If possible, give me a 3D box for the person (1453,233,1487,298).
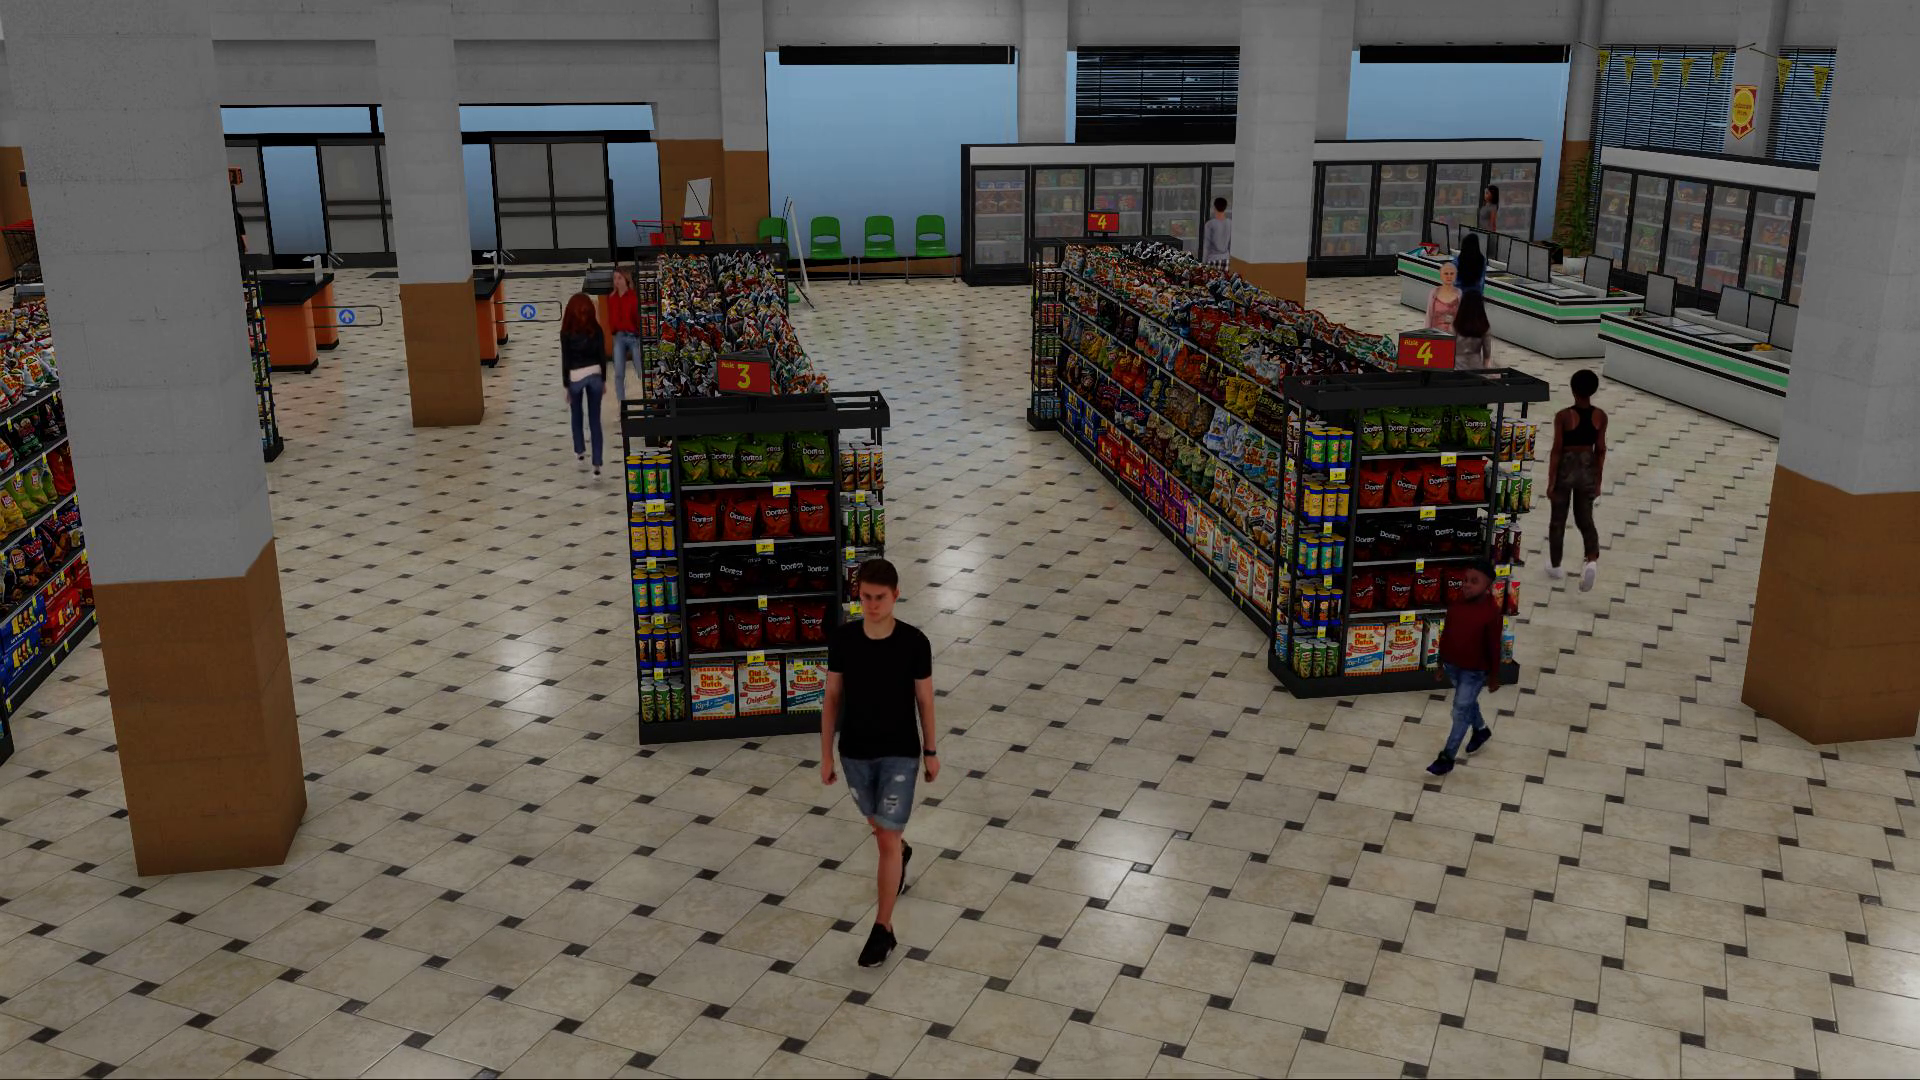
[{"bbox_3d":[6.388,-3.018,20.992,0.611,1.713,0.528,-2,17,-5],"label":"person"}]

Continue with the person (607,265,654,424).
[{"bbox_3d":[-3.576,-2.142,18.192,0.936,1.662,1.211,4,17,14],"label":"person"}]

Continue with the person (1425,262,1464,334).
[{"bbox_3d":[5.340,-2.224,18.411,0.629,1.692,0.616,0,17,1],"label":"person"}]

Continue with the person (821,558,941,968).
[{"bbox_3d":[-0.343,0.952,7.740,1.025,1.815,1.308,4,17,14],"label":"person"}]

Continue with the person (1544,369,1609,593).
[{"bbox_3d":[4.651,-0.423,12.516,0.743,1.672,1.151,1,17,2],"label":"person"}]

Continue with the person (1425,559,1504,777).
[{"bbox_3d":[2.949,0.707,9.548,0.807,1.234,0.893,-12,21,-35],"label":"person"}]

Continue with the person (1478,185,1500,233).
[{"bbox_3d":[8.615,-4.807,26.857,0.954,1.728,1.158,4,17,13],"label":"person"}]

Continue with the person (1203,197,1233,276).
[{"bbox_3d":[3.743,-4.026,24.080,0.660,1.847,0.593,-6,18,-20],"label":"person"}]

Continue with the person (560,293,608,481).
[{"bbox_3d":[-3.491,-1.386,15.599,0.683,1.723,1.285,-5,18,-16],"label":"person"}]

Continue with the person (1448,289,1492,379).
[{"bbox_3d":[4.902,-1.525,16.066,0.737,1.717,1.012,0,17,0],"label":"person"}]
